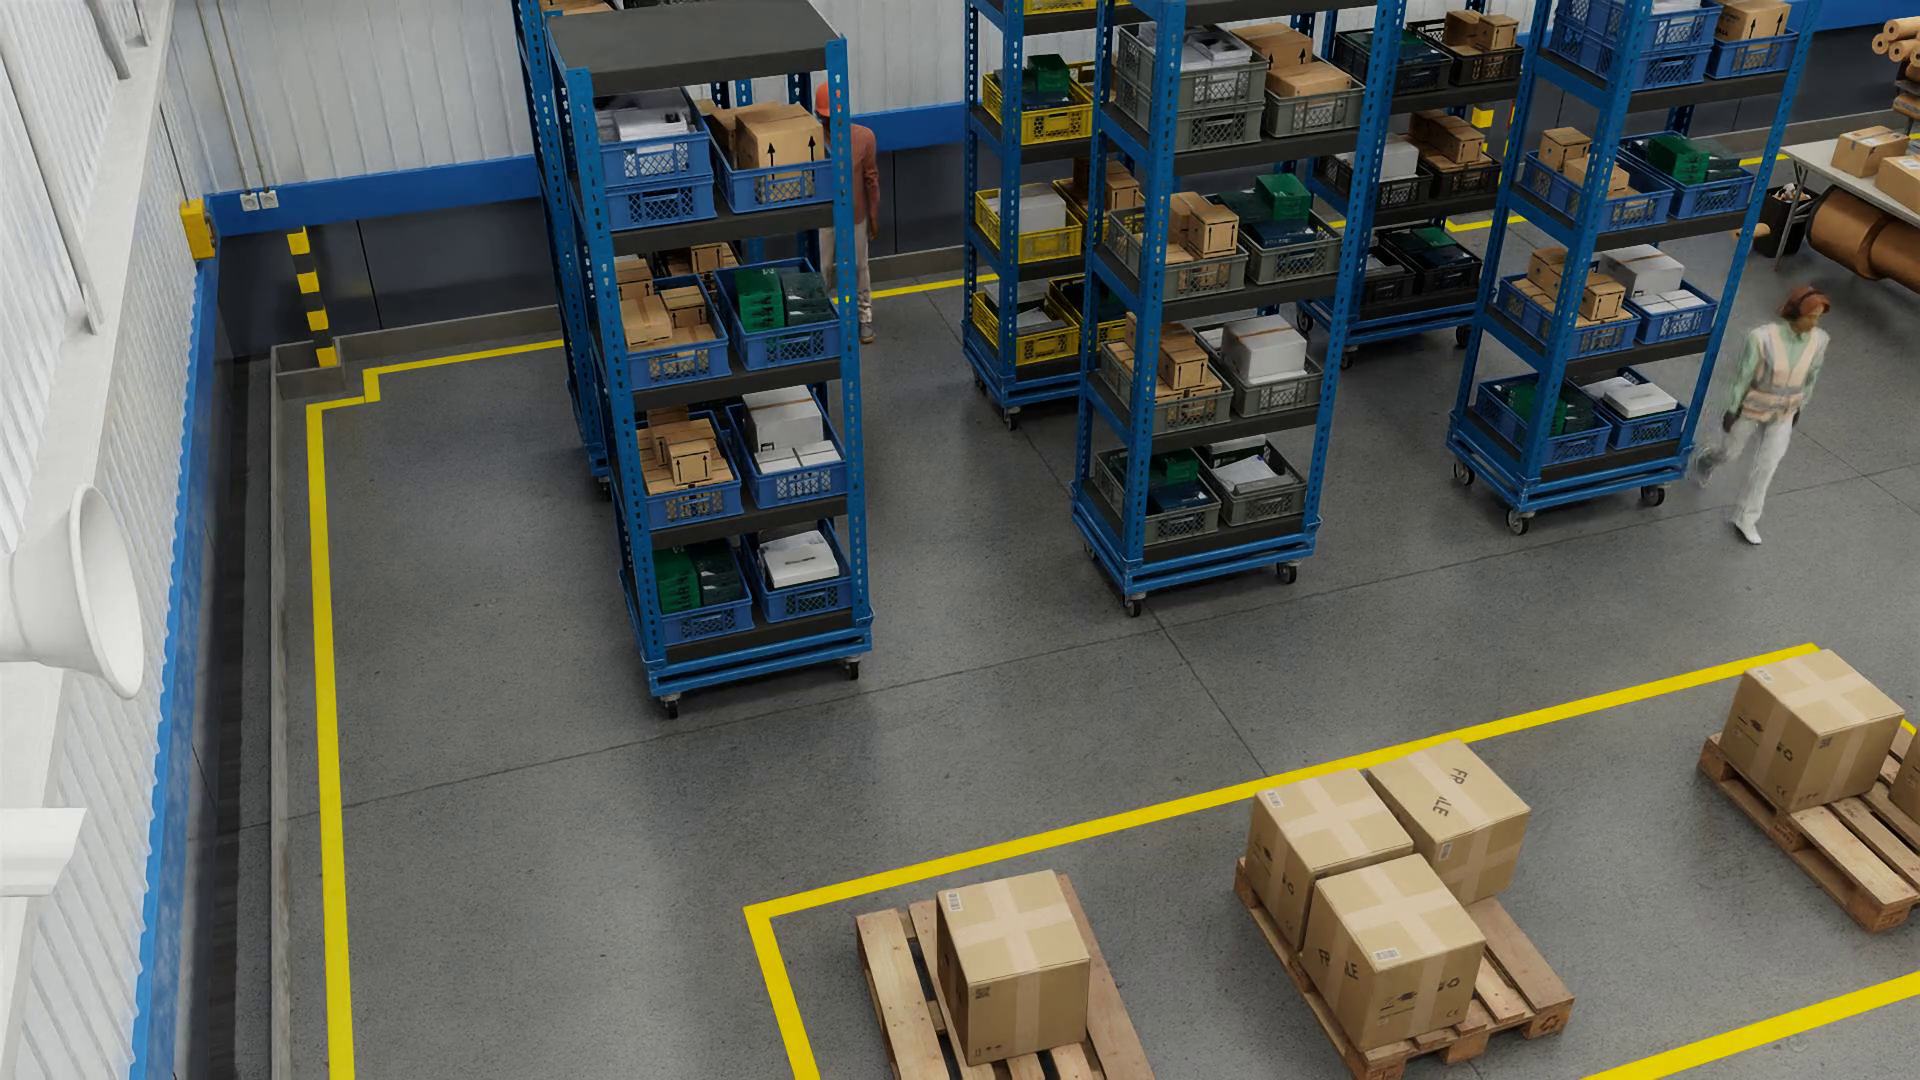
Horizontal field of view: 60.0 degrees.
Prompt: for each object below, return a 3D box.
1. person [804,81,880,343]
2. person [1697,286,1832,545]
[{"bbox_3d":[-0.872,-2.305,11.830,0.618,1.986,0.409,-6,36,-8],"label":"person"},{"bbox_3d":[4.829,-0.819,10.024,0.522,1.613,0.689,0,35,-1],"label":"person"}]
